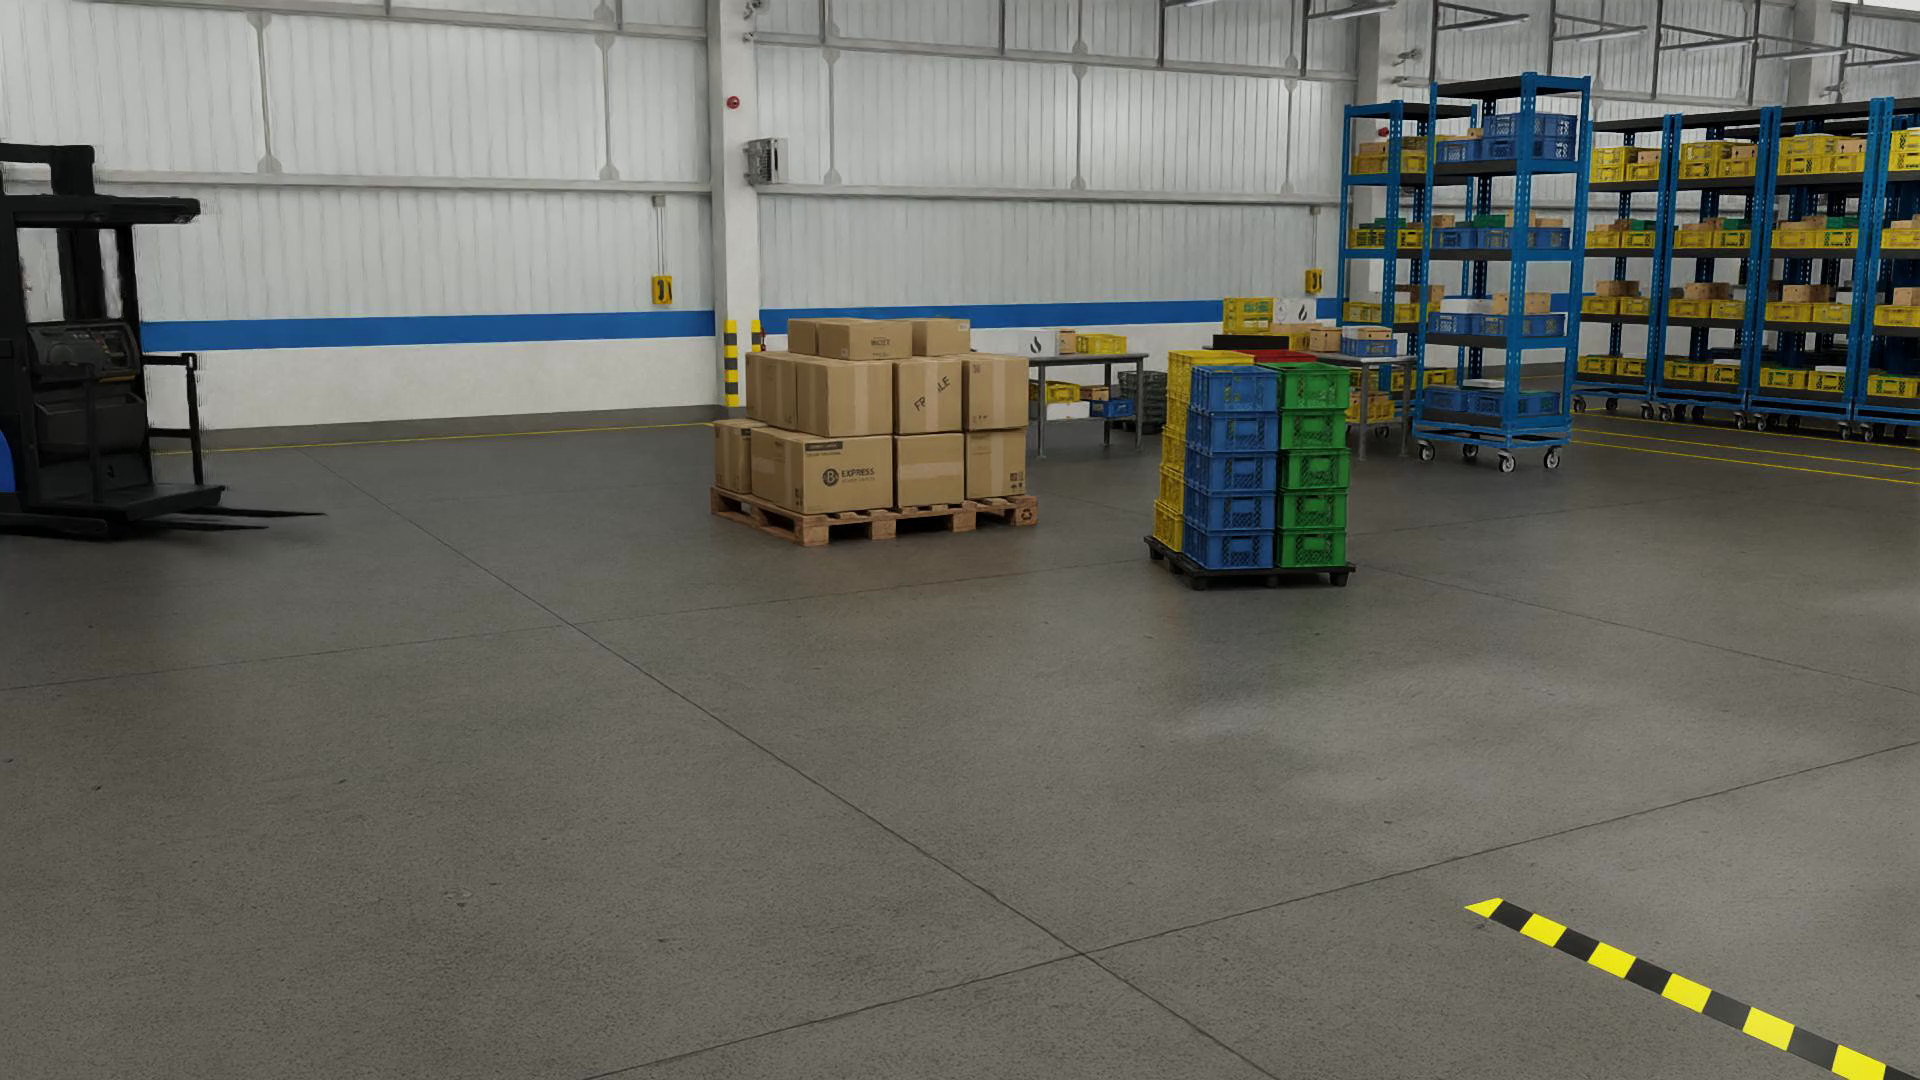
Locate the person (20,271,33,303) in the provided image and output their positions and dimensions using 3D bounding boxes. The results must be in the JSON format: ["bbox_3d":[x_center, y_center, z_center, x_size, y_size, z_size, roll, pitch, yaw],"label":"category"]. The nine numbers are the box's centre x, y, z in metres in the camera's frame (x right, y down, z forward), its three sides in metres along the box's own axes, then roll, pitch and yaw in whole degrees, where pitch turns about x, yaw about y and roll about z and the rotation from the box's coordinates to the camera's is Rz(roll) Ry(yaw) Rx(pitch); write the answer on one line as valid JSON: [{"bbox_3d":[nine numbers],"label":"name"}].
[{"bbox_3d":[-7.673,-1.287,13.709,0.860,1.904,0.577,-4,11,-23],"label":"person"}]

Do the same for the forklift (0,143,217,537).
[{"bbox_3d":[-6.756,-1.516,12.259,1.873,2.768,1.129,3,10,16],"label":"forklift"}]
